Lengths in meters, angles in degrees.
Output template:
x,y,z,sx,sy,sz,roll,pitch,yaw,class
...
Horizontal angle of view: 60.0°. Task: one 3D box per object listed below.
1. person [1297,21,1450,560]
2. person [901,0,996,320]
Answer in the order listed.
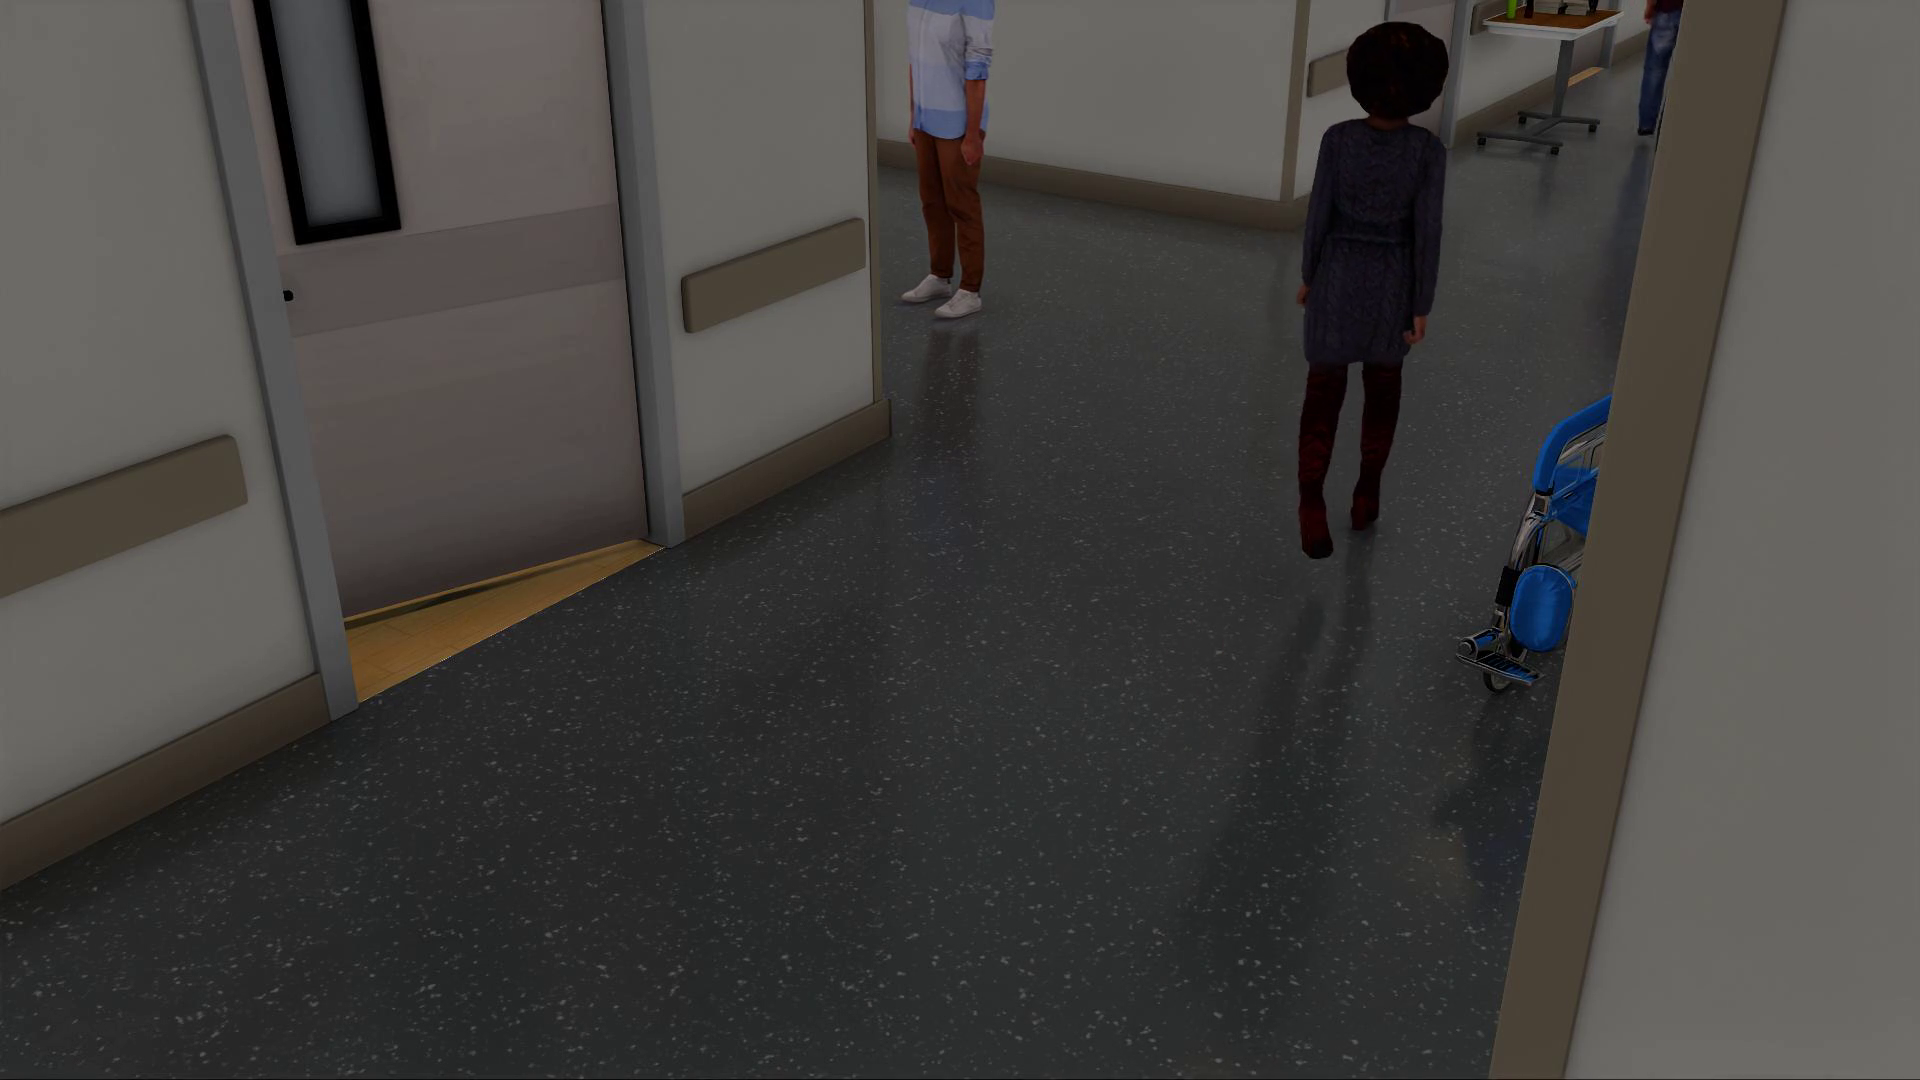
x,y,z,sx,sy,sz,roll,pitch,yaw,class
1.248,-0.728,5.241,0.764,1.697,1.054,9,27,17,person
-0.051,-1.956,7.643,0.689,1.823,0.743,-19,31,-34,person
